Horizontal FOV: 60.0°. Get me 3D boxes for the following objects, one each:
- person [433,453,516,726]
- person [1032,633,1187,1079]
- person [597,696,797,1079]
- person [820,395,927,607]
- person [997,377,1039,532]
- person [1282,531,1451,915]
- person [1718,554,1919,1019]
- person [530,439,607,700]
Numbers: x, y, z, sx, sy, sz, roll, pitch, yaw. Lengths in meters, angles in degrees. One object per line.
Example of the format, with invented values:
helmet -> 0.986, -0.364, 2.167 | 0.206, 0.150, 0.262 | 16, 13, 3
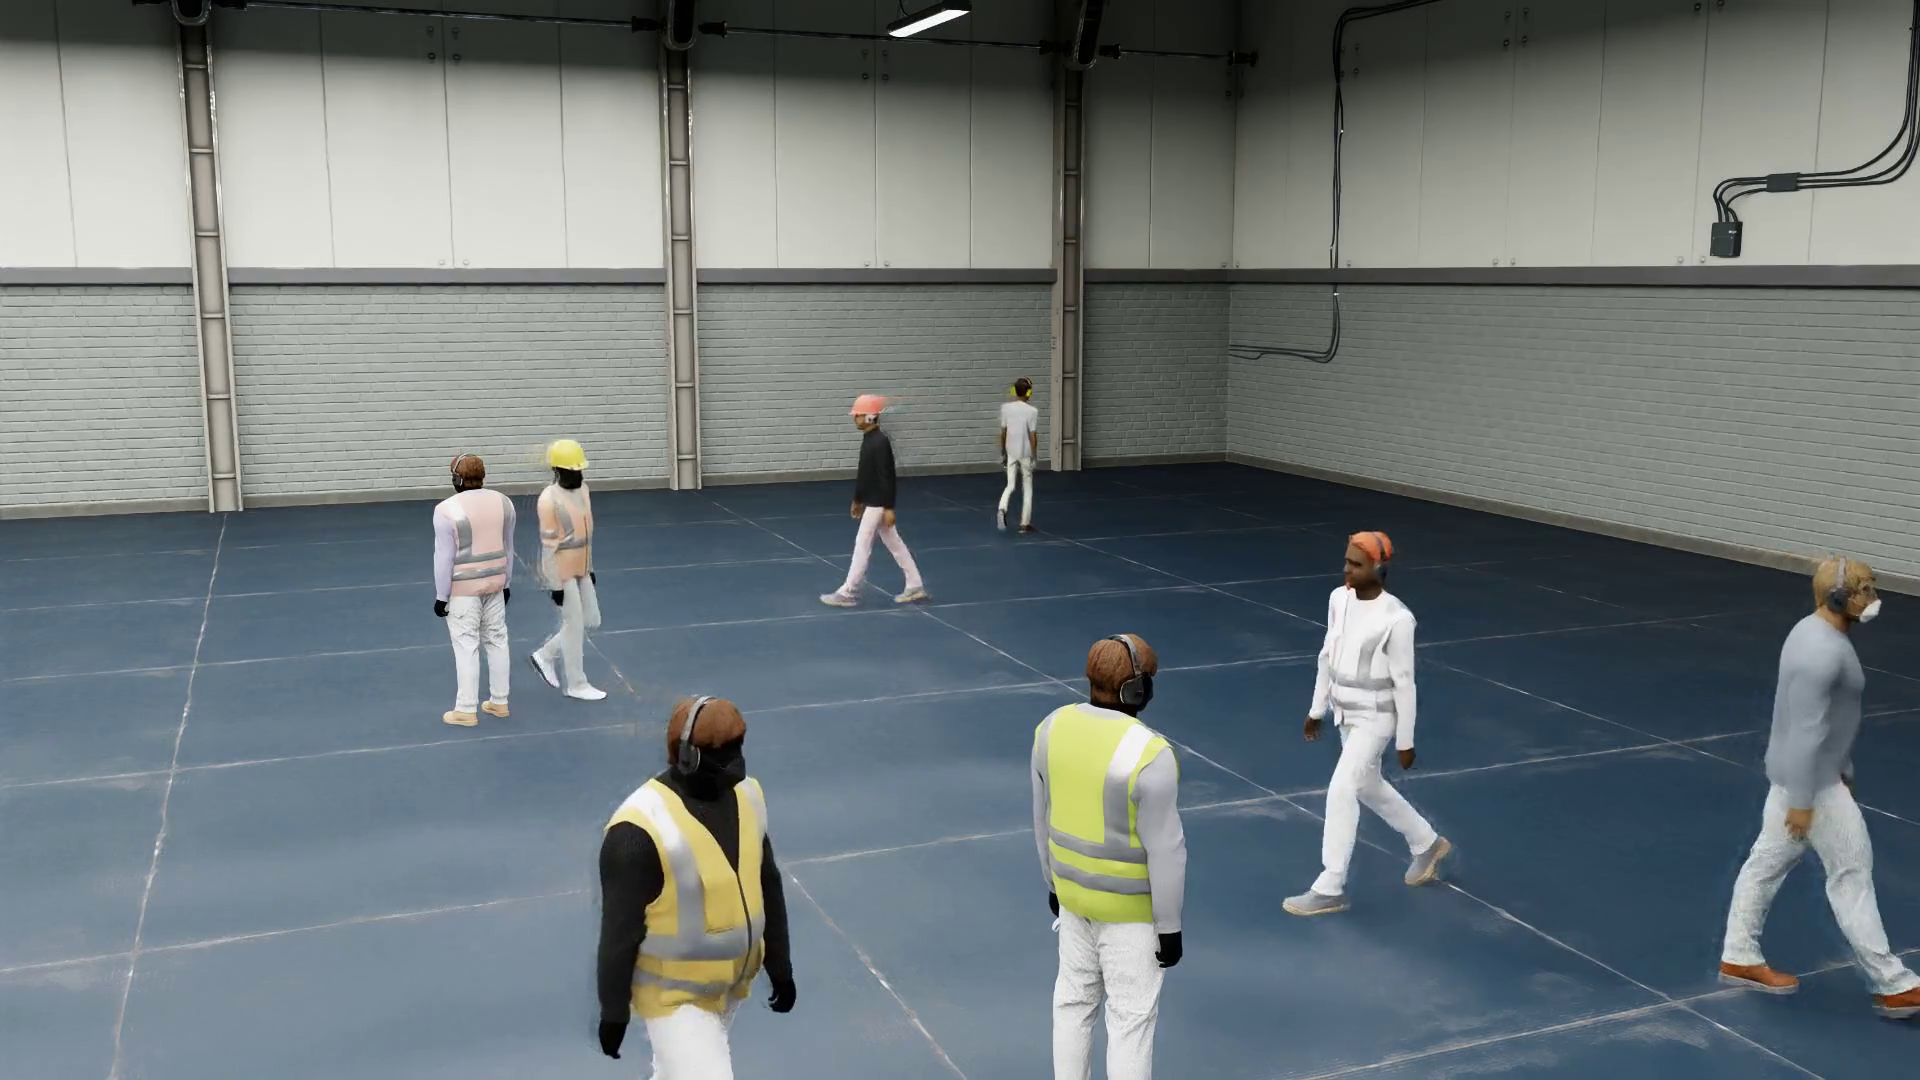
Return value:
person -> -3.302, 0.331, 11.264 | 0.429, 1.844, 0.625 | 6, 11, 35
person -> 0.532, 1.222, 5.666 | 0.429, 1.842, 0.635 | -7, 12, -39
person -> -0.728, 1.352, 5.029 | 0.966, 1.787, 0.634 | 5, 10, 29
person -> -0.762, -0.359, 15.271 | 1.010, 1.948, 0.643 | -2, 9, -10
person -> 0.667, -0.982, 19.473 | 0.509, 1.858, 0.669 | 4, 10, 26
person -> 2.012, 0.855, 7.987 | 0.932, 1.850, 0.581 | -3, 9, -16
person -> 3.660, 1.007, 6.828 | 0.957, 1.896, 0.656 | 4, 10, 24
person -> -2.809, 0.213, 11.809 | 0.539, 1.900, 0.629 | 2, 9, 14
